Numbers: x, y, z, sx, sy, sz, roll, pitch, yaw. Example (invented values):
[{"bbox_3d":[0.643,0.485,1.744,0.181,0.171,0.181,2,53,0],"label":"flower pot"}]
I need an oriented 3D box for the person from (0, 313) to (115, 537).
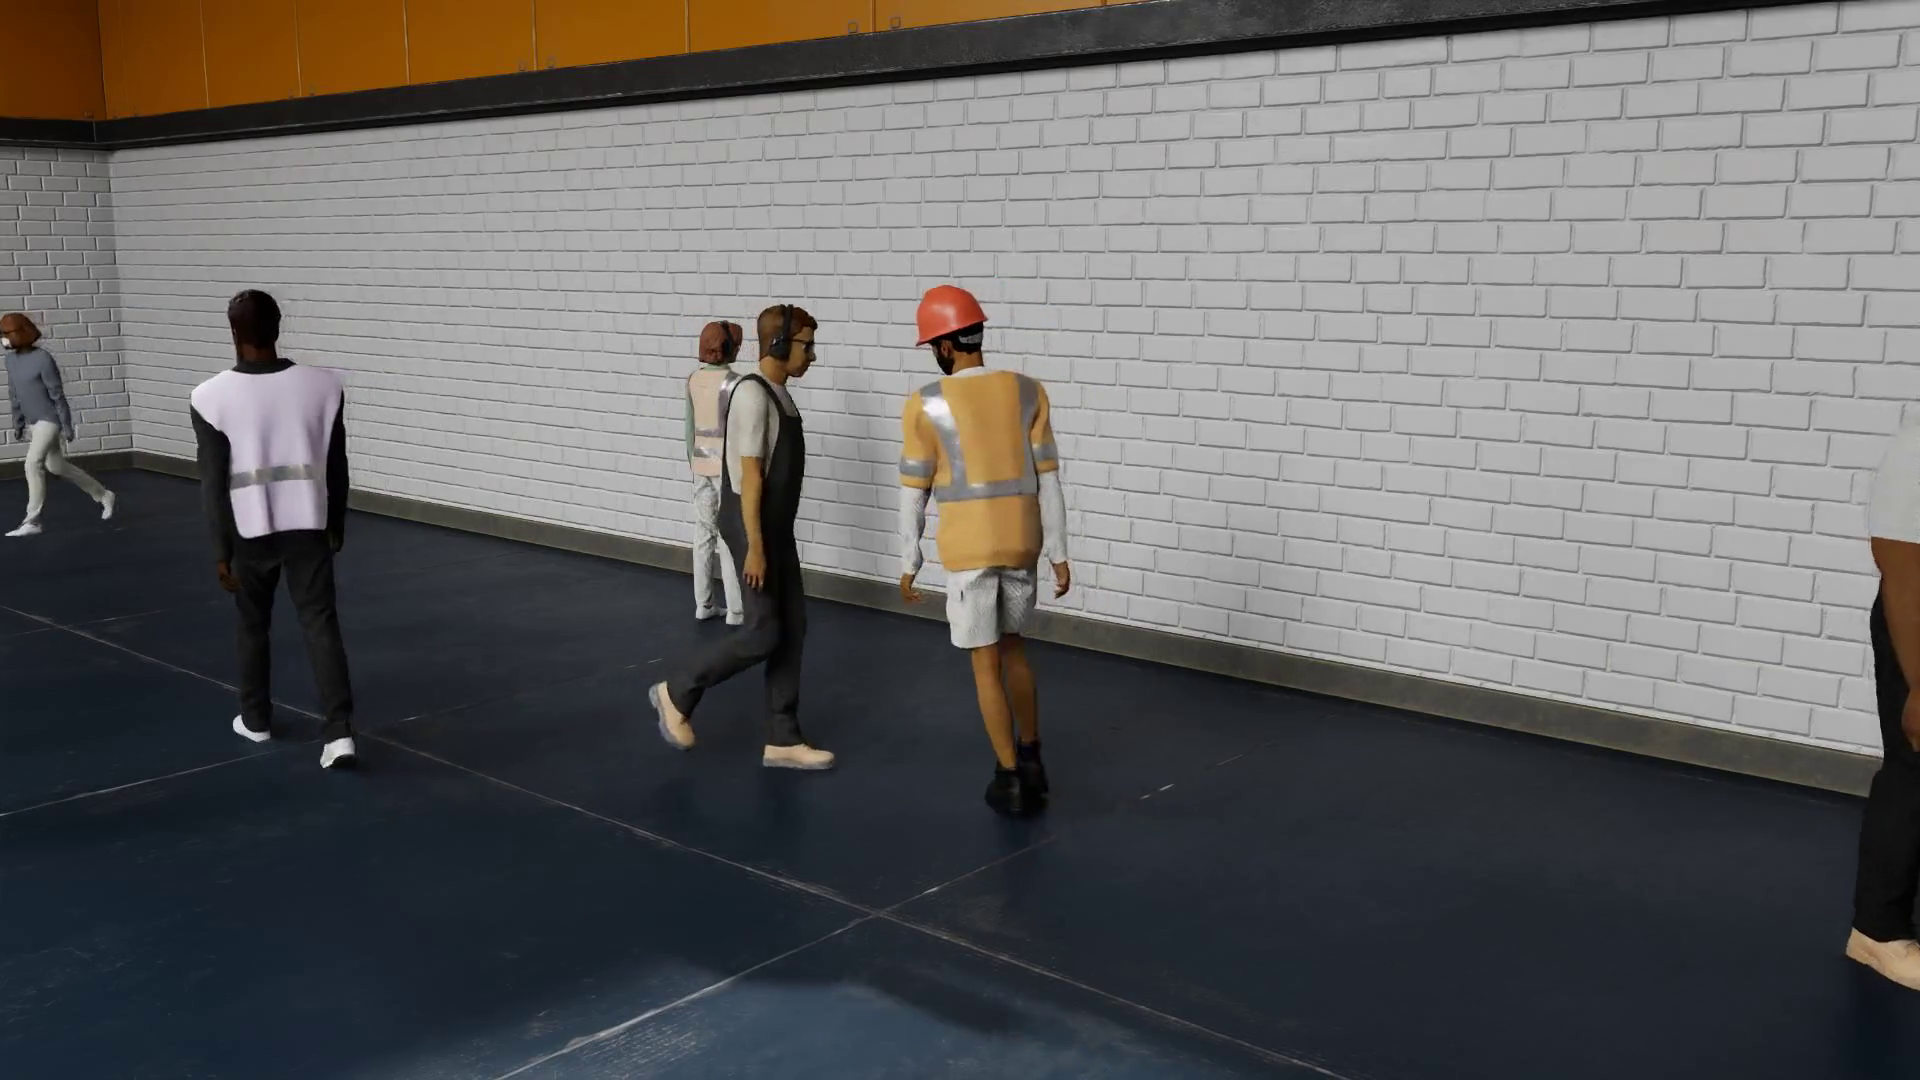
[{"bbox_3d":[-6.500,-0.847,11.935,0.509,1.583,0.801,6,12,33],"label":"person"}]

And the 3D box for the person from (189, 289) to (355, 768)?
[{"bbox_3d":[-2.674,-0.048,6.554,0.593,1.876,0.992,-7,12,-34],"label":"person"}]

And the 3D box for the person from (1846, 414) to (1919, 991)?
[{"bbox_3d":[2.656,0.270,4.241,0.729,2.000,0.887,-2,10,-9],"label":"person"}]

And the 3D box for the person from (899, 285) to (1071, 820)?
[{"bbox_3d":[0.080,0.042,5.978,0.581,1.885,0.598,-4,11,-20],"label":"person"}]

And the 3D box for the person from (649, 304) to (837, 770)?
[{"bbox_3d":[-0.833,0.000,6.431,0.647,1.817,0.562,2,10,11],"label":"person"}]

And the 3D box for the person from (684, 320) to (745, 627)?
[{"bbox_3d":[-1.271,-0.350,8.916,0.521,1.640,0.306,8,13,40],"label":"person"}]
